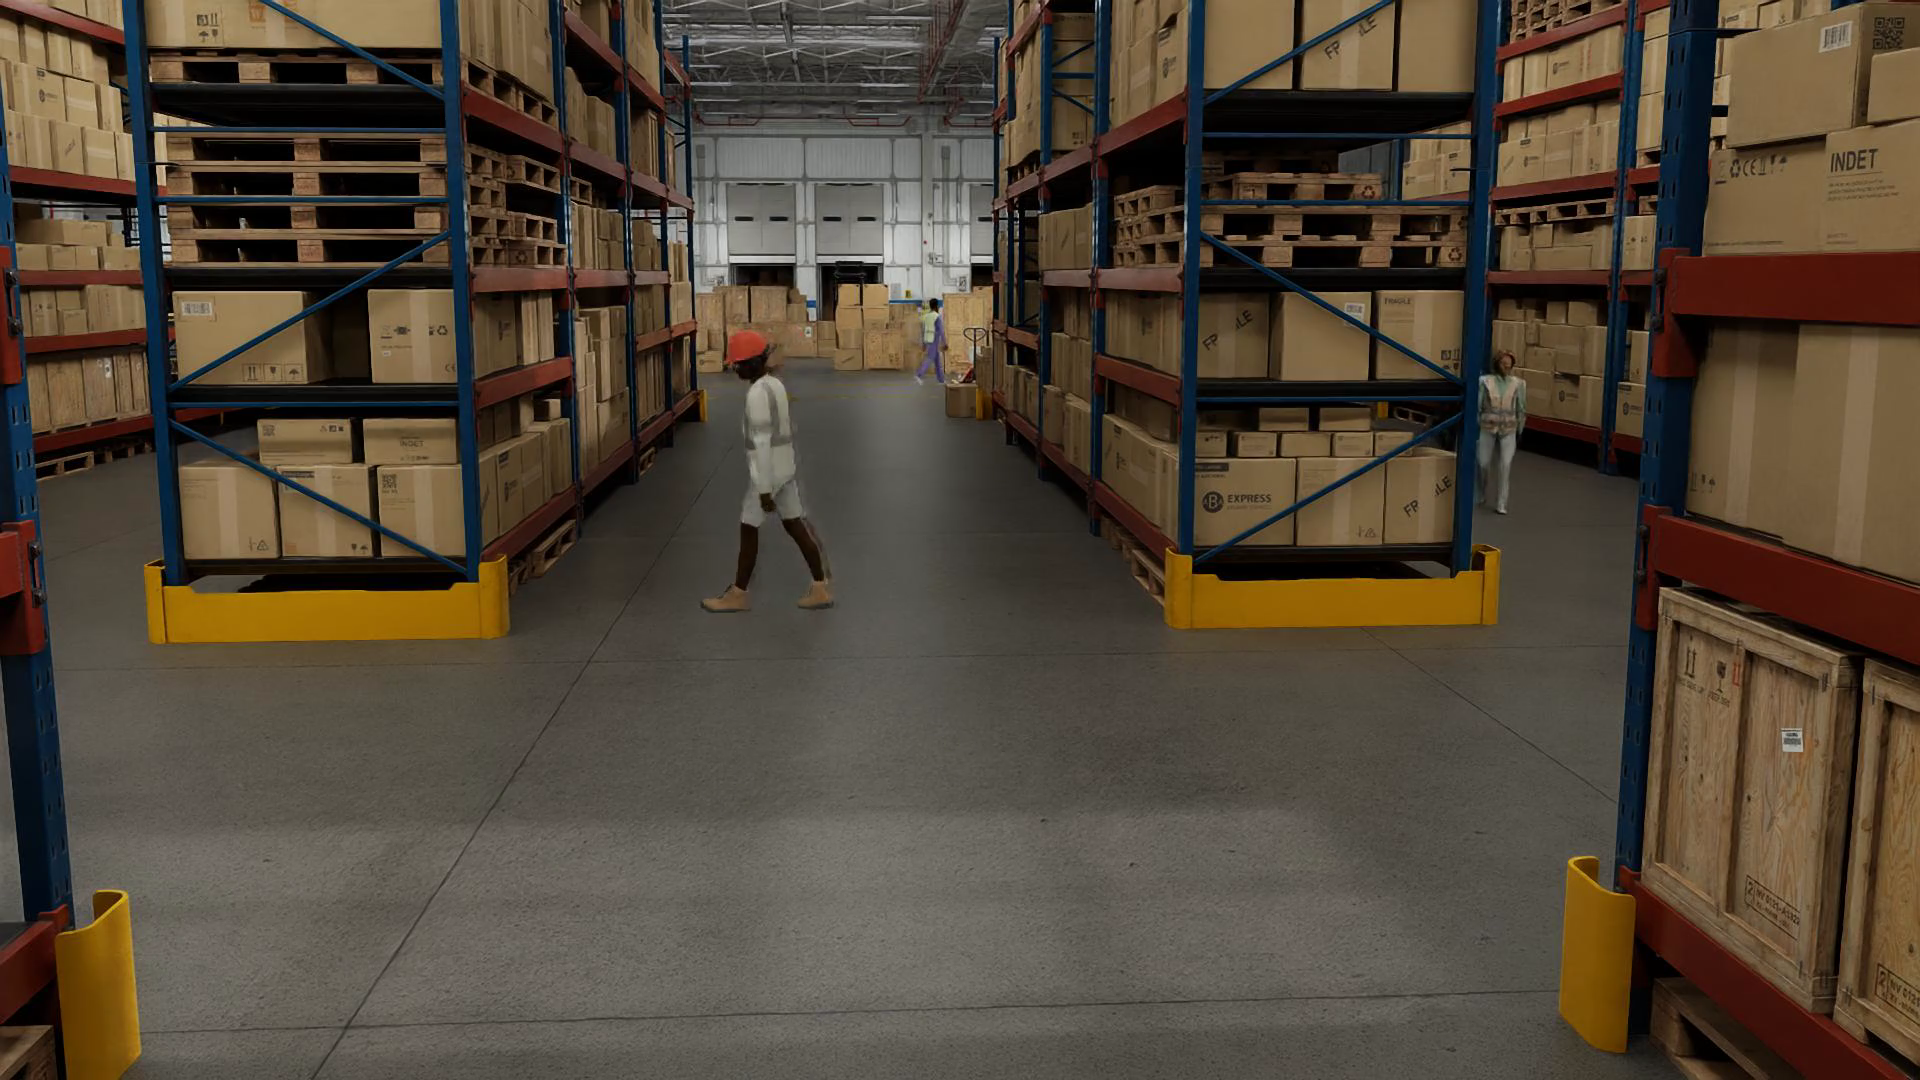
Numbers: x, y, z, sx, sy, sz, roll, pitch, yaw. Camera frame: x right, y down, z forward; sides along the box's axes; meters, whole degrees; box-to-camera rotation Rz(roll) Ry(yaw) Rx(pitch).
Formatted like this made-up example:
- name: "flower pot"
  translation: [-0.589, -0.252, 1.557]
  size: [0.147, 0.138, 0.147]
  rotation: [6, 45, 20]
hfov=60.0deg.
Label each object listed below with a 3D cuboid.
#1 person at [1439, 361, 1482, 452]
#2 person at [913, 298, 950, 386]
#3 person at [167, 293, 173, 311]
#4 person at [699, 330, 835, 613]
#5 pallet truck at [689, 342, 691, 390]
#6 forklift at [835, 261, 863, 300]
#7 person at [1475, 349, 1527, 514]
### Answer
- name: "person"
  translation: [6.274, -1.965, 21.011]
  size: [0.654, 1.964, 0.836]
  rotation: [0, 9, 0]
- name: "person"
  translation: [-0.629, -4.241, 35.620]
  size: [0.959, 1.889, 0.585]
  rotation: [-5, 10, -30]
- name: "person"
  translation: [-29.666, -8.601, 62.692]
  size: [0.447, 1.981, 0.636]
  rotation: [-4, 10, -25]
- name: "person"
  translation: [-1.314, -0.453, 11.555]
  size: [1.049, 1.971, 0.728]
  rotation: [2, 9, 11]
- name: "pallet truck"
  translation: [-5.225, -3.008, 27.480]
  size: [1.885, 1.965, 0.823]
  rotation: [2, 9, 14]
- name: "forklift"
  translation: [-3.671, -7.882, 55.321]
  size: [1.129, 2.768, 1.873]
  rotation: [-1, 9, -4]
- name: "person"
  translation: [5.345, -1.083, 16.532]
  size: [0.536, 1.624, 0.474]
  rotation: [2, 9, 11]
